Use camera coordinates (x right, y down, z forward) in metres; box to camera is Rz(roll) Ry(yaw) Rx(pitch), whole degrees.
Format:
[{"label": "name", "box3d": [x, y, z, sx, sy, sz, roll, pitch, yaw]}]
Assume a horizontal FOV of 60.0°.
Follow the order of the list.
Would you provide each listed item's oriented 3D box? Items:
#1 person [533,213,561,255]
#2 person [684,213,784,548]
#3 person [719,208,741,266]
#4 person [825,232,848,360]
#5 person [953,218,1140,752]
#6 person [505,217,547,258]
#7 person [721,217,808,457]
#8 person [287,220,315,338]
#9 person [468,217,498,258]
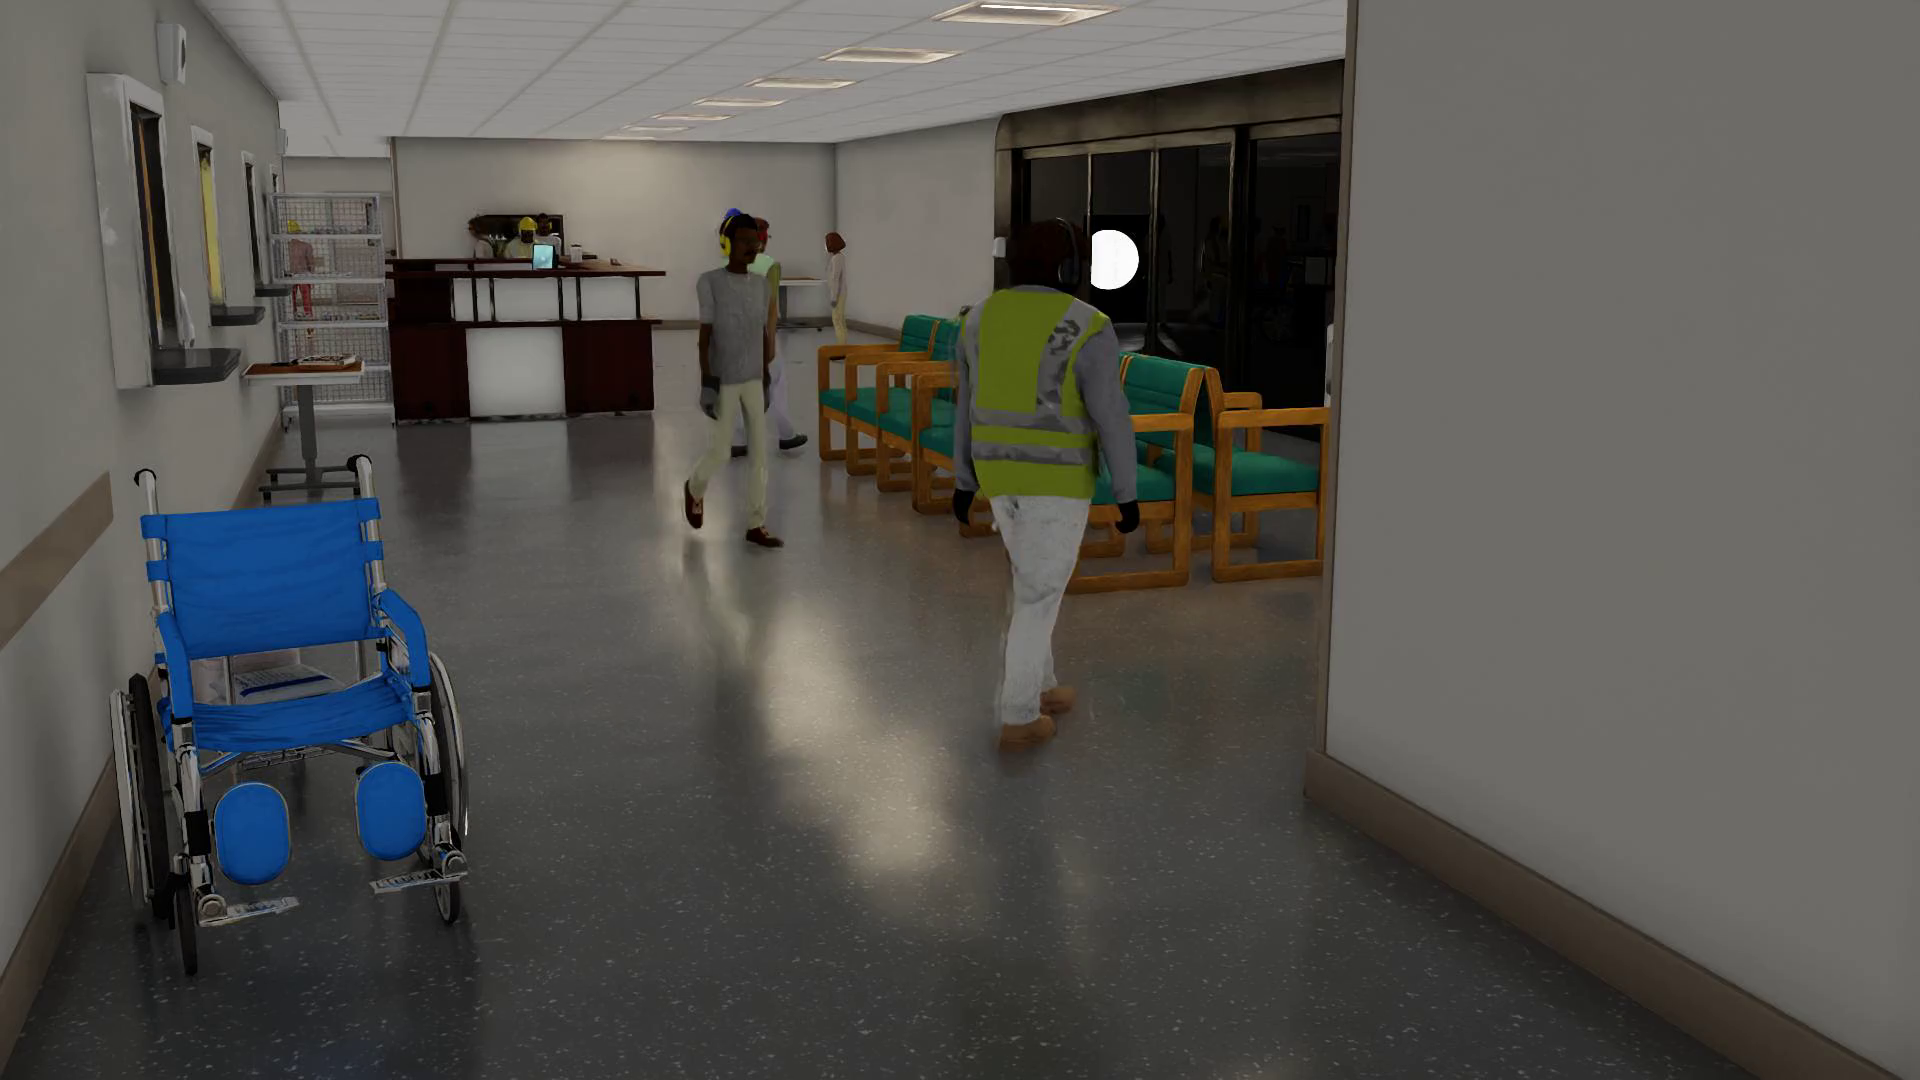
[{"label": "person", "box3d": [-5.930, -3.728, 23.799, 0.518, 1.876, 0.326, -4, 12, -21]}, {"label": "person", "box3d": [-1.295, -0.895, 9.326, 0.519, 1.855, 0.716, -9, 14, -39]}, {"label": "person", "box3d": [-3.478, -4.107, 25.560, 0.385, 1.948, 0.602, 3, 11, 14]}, {"label": "person", "box3d": [-1.577, -3.106, 21.263, 0.285, 1.628, 0.504, 1, 11, 3]}, {"label": "person", "box3d": [0.346, -0.198, 5.829, 0.657, 1.817, 0.740, 9, 14, 40]}, {"label": "person", "box3d": [-5.766, -3.398, 22.253, 0.595, 1.825, 0.404, -5, 12, -23]}, {"label": "person", "box3d": [-1.526, -1.570, 12.876, 0.574, 1.806, 0.877, 7, 13, 32]}, {"label": "person", "box3d": [-9.982, -3.914, 25.035, 0.533, 1.767, 0.312, -1, 11, -3]}, {"label": "person", "box3d": [-6.380, -3.447, 22.487, 0.443, 1.822, 0.514, 0, 11, 0]}]
